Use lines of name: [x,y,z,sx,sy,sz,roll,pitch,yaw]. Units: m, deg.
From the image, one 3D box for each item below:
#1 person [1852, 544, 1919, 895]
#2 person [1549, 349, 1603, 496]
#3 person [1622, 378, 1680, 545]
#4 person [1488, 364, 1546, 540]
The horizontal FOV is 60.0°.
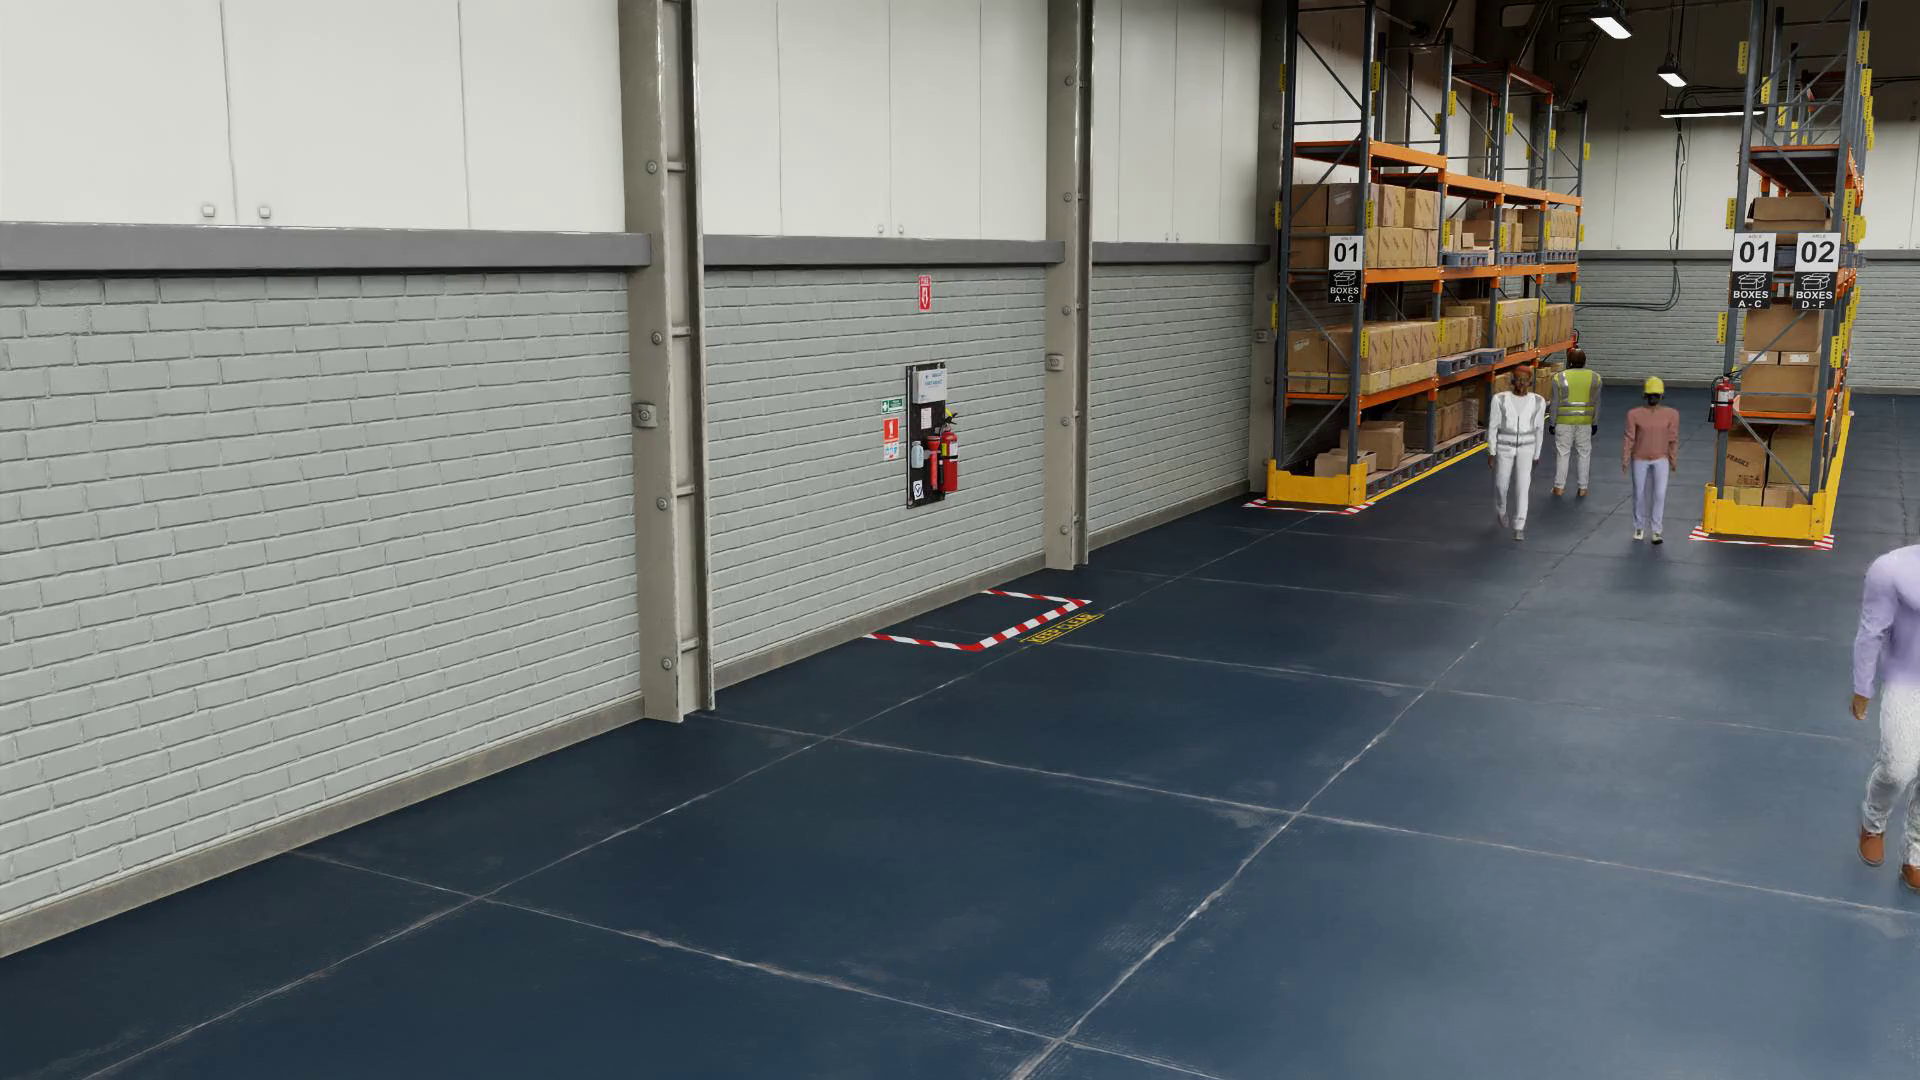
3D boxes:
person: [4.560,0.711,7.834,0.639,1.919,0.455,2,10,12]
person: [7.679,-1.469,20.819,0.627,1.847,0.429,1,10,5]
person: [7.180,-0.812,17.307,0.546,1.726,0.864,3,10,19]
person: [5.934,-0.956,17.795,0.576,1.858,0.768,2,10,14]
